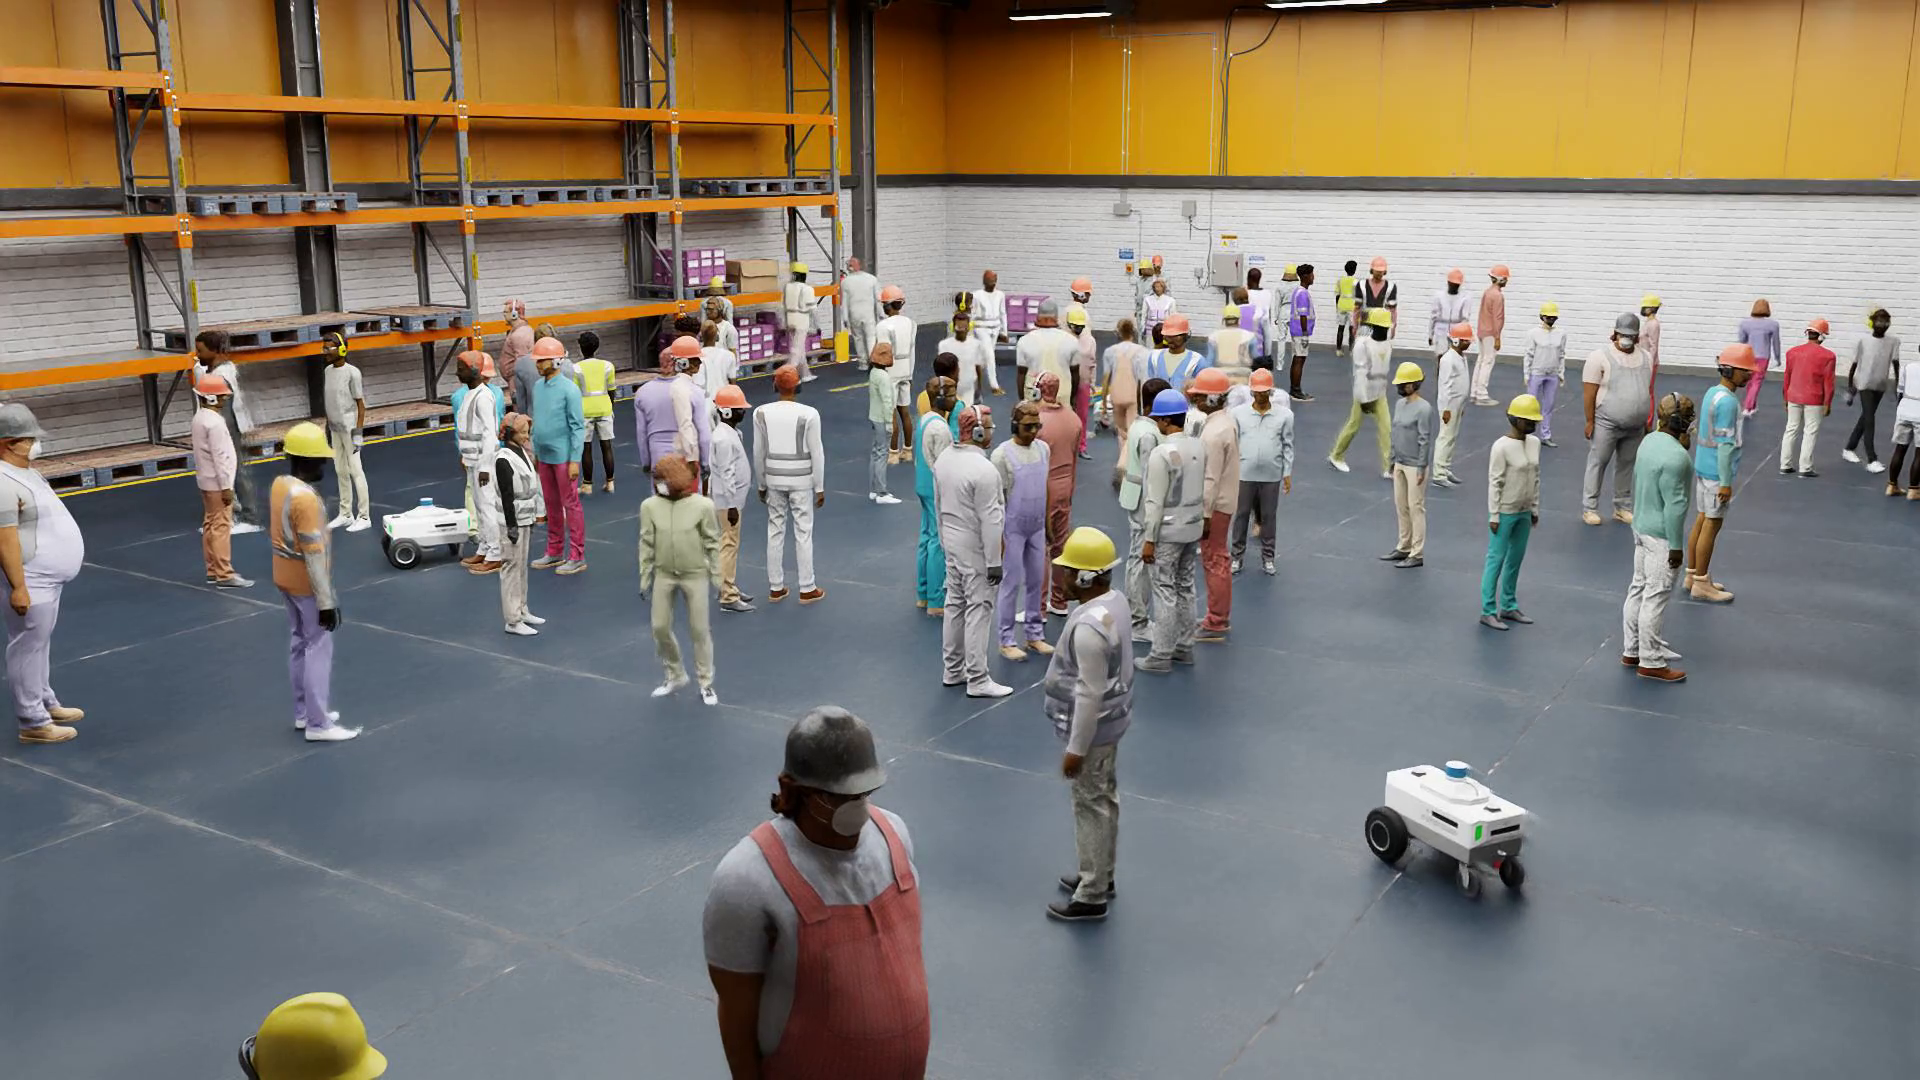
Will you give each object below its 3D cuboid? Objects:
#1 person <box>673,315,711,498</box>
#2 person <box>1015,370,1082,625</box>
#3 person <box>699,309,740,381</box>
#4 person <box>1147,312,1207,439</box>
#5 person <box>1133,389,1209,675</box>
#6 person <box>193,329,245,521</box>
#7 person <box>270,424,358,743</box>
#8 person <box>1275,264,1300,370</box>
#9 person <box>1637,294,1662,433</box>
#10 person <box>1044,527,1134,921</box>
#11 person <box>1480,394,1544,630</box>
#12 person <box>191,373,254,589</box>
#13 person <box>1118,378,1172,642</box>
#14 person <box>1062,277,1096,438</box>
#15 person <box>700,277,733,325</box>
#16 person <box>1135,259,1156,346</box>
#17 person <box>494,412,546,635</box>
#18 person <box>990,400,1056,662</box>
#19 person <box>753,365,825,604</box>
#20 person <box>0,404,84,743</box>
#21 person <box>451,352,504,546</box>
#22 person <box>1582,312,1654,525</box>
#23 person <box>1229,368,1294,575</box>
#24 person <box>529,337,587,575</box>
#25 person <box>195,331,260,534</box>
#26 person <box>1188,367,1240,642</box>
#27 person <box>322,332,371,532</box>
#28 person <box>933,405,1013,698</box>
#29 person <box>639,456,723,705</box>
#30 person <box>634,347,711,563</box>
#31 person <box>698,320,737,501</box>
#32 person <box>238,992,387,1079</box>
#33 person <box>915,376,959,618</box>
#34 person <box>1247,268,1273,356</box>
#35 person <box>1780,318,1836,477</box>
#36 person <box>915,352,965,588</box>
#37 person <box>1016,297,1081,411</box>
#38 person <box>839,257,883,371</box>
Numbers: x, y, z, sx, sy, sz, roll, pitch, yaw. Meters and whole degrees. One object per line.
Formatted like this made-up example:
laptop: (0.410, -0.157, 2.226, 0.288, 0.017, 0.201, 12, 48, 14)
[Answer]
person: (-2.605, -1.193, 16.142, 0.367, 1.966, 0.607, -3, 13, -13)
person: (0.621, -0.319, 12.486, 0.408, 1.909, 0.642, 11, 17, 40)
person: (-3.019, -2.121, 20.886, 0.521, 1.639, 0.311, 2, 13, 8)
person: (2.002, -1.116, 15.645, 0.608, 2.042, 0.377, 7, 15, 29)
person: (1.439, -0.055, 11.292, 0.420, 1.933, 0.619, 11, 17, 38)
person: (-7.158, -1.123, 16.099, 0.389, 1.847, 0.567, 1, 13, 4)
person: (-3.902, 0.254, 10.003, 0.395, 1.908, 0.675, -9, 16, -35)
person: (5.413, -3.666, 27.359, 0.484, 1.744, 0.294, 3, 13, 11)
person: (8.677, -2.226, 21.067, 0.320, 1.766, 0.535, 3, 13, 14)
person: (0.586, 0.838, 7.627, 0.403, 1.832, 0.595, 4, 13, 15)
person: (4.122, -0.210, 12.341, 0.518, 1.758, 0.338, -9, 16, -33)
person: (-6.027, -0.487, 13.546, 0.342, 1.751, 0.564, -10, 16, -37)
person: (1.347, -0.221, 12.040, 0.392, 1.915, 0.587, 0, 13, -1)
person: (1.474, -2.272, 20.762, 0.392, 1.995, 0.612, -4, 14, -18)
person: (-3.570, -2.993, 24.464, 0.486, 1.737, 0.322, 0, 13, 1)
person: (3.180, -3.937, 28.536, 0.321, 1.743, 0.488, -11, 17, -41)
person: (-3.259, -0.127, 12.237, 0.310, 1.640, 0.514, 0, 13, -2)
person: (0.434, -0.067, 11.553, 0.523, 1.834, 0.343, -10, 16, -37)
person: (-1.325, -0.432, 13.021, 0.579, 1.884, 0.352, 4, 14, 16)
person: (-5.556, 0.186, 9.998, 0.538, 2.000, 0.690, -5, 14, -20)
person: (-4.305, -0.831, 15.056, 0.337, 1.742, 0.572, 8, 15, 31)
person: (6.282, -1.152, 15.803, 0.689, 2.000, 0.537, -2, 13, -10)
person: (2.496, -0.568, 13.898, 0.573, 1.748, 0.342, 2, 13, 8)
person: (-3.397, -0.709, 13.984, 0.620, 1.994, 0.381, 11, 17, 39)
person: (-6.849, -0.969, 15.311, 0.679, 1.896, 0.616, -8, 15, -31)
person: (1.821, -0.255, 12.022, 0.387, 1.992, 0.611, 4, 14, 16)
person: (-5.778, -1.012, 15.571, 0.516, 1.872, 0.327, 8, 15, 31)
person: (0.098, 0.068, 10.803, 0.407, 1.906, 0.655, -8, 15, -30)
person: (-1.774, 0.263, 10.621, 0.550, 1.614, 0.341, 2, 13, 10)
person: (-2.396, -0.681, 14.070, 0.636, 1.903, 0.404, 3, 13, 12)
person: (-2.519, -1.312, 16.930, 0.517, 1.842, 0.327, -4, 14, -18)
person: (-1.370, 1.803, 3.613, 0.339, 1.761, 0.524, -1, 13, -3)
person: (-0.170, -0.331, 12.671, 0.325, 1.843, 0.517, -4, 14, -18)
person: (4.234, -2.923, 23.783, 0.608, 1.909, 0.403, -11, 17, -40)
person: (9.299, -1.554, 18.213, 0.353, 1.739, 0.568, -8, 15, -32)
person: (-0.150, -0.569, 13.551, 0.399, 1.917, 0.590, -8, 15, -33)
person: (0.932, -1.569, 17.611, 0.692, 2.000, 0.791, -1, 13, -4)
person: (-1.597, -3.640, 26.977, 0.720, 1.866, 0.669, -2, 13, -10)
